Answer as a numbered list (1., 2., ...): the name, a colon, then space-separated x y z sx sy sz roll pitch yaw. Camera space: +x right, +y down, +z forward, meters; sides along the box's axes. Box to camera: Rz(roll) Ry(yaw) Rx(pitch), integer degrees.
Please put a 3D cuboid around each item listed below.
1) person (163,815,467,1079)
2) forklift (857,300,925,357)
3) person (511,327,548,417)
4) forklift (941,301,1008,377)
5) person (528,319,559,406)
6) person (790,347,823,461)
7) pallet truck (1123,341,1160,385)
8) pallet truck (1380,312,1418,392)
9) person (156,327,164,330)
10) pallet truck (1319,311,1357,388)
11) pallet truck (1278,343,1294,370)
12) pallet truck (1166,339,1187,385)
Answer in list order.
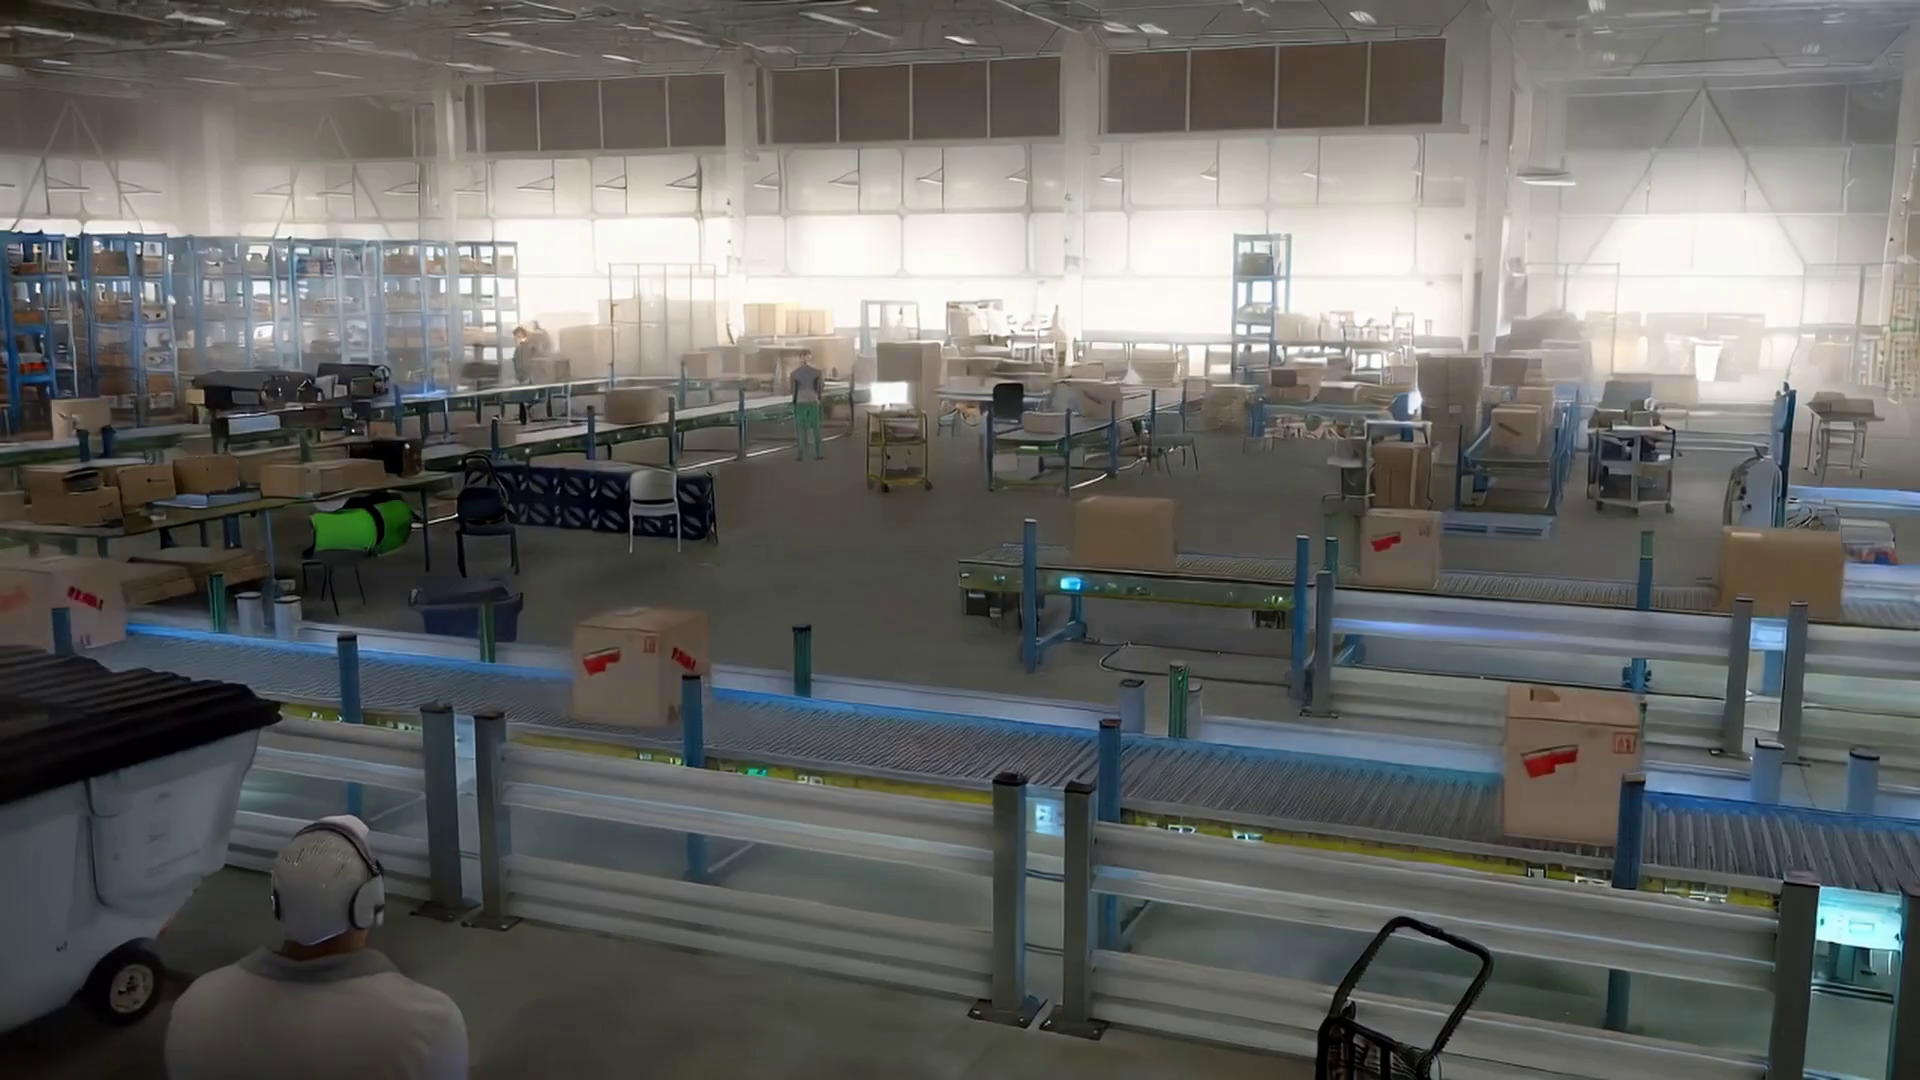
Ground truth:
1. person: -1.312 1.519 3.536 0.639 1.898 0.396 1 9 4
2. forklift: -1.732 -5.109 42.468 1.157 1.987 2.680 4 10 22
3. person: -8.684 -3.369 33.410 0.660 1.815 0.604 -5 10 -26
4. forklift: 0.365 -4.966 41.571 1.157 1.987 2.680 3 10 20
5. person: -9.061 -3.843 36.037 0.650 1.888 0.664 7 11 35
6. person: -2.401 -2.116 25.942 0.522 1.768 0.312 -3 10 -20
7. pallet truck: 4.445 -4.380 41.279 0.680 1.201 1.601 4 10 22
8. pallet truck: 10.207 -4.283 38.369 0.823 1.965 1.885 3 10 20
9. person: -17.908 -4.016 37.266 0.575 1.830 0.410 -7 12 -35
10. pallet truck: 9.071 -4.419 39.190 0.823 1.965 1.885 5 10 26
11. pallet truck: 7.886 -4.163 39.743 0.653 1.274 1.630 4 10 22
12. pallet truck: 5.418 -4.269 40.420 0.704 1.261 1.522 3 10 20
